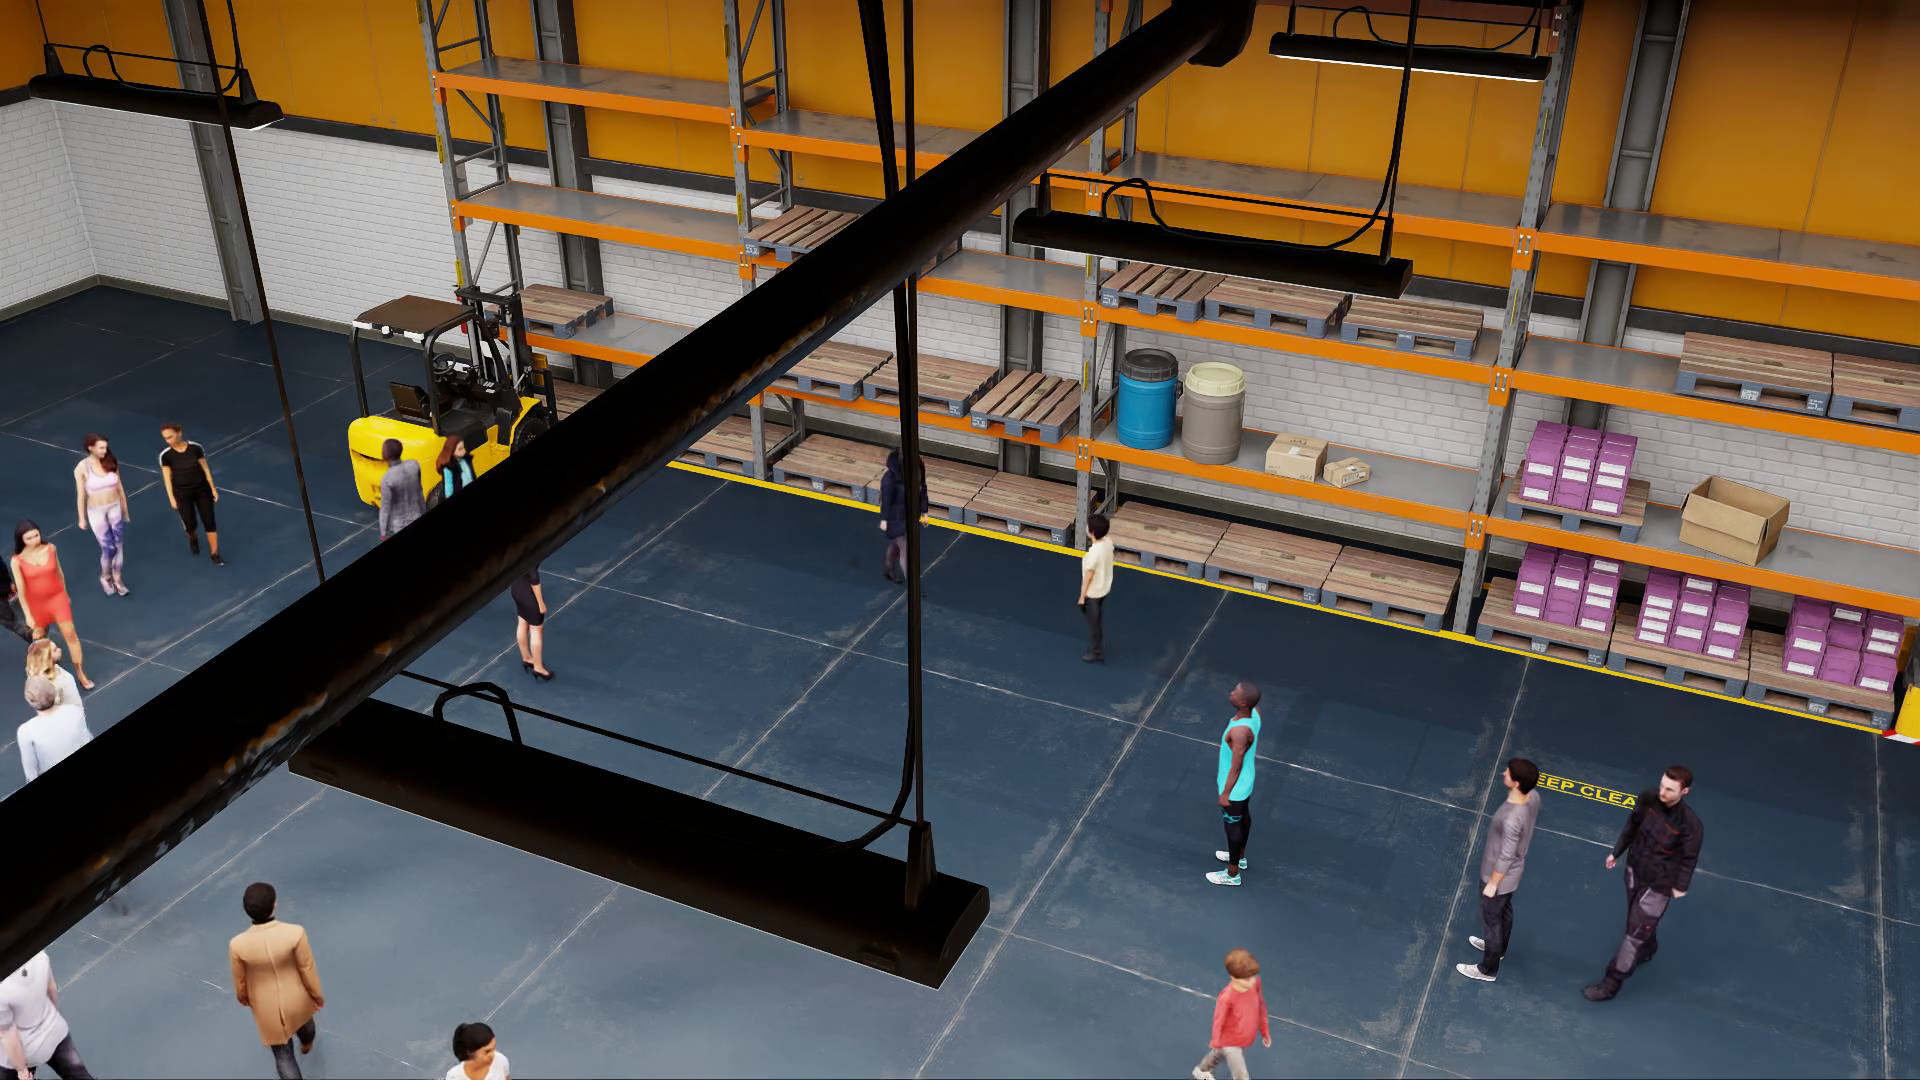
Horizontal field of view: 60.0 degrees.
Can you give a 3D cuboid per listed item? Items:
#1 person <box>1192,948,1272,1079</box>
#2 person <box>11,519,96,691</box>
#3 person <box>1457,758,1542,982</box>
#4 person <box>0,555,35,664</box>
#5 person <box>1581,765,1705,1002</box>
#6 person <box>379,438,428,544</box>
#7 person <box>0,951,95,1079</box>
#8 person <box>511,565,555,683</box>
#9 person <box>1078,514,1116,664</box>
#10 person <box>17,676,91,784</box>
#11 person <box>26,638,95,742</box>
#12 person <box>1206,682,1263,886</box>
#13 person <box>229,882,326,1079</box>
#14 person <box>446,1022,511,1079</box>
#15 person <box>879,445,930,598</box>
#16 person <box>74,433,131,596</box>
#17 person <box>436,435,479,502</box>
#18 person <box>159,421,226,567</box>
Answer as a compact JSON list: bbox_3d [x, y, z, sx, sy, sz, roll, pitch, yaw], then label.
[{"bbox_3d":[1.746,3.171,10.804,0.743,1.376,1.029,-24,37,-37],"label":"person"},{"bbox_3d":[-8.432,0.556,15.285,1.223,1.676,0.808,21,35,33],"label":"person"},{"bbox_3d":[3.881,2.329,11.850,0.582,1.853,0.698,17,33,28],"label":"person"},{"bbox_3d":[-8.922,0.451,15.463,1.150,1.691,1.074,-9,30,-16],"label":"person"},{"bbox_3d":[4.927,2.353,11.779,1.155,1.879,1.105,-11,31,-20],"label":"person"},{"bbox_3d":[-5.392,-0.124,16.410,1.204,1.793,0.817,9,30,16],"label":"person"},{"bbox_3d":[-5.683,3.175,10.377,1.253,1.779,0.806,8,30,14],"label":"person"},{"bbox_3d":[-3.998,0.533,15.330,0.666,1.675,0.524,-25,37,-38],"label":"person"},{"bbox_3d":[1.332,0.486,15.517,0.534,1.577,0.597,13,31,23],"label":"person"},{"bbox_3d":[-6.735,1.893,12.642,1.282,1.861,0.879,21,35,34],"label":"person"},{"bbox_3d":[-7.289,1.549,13.433,0.976,1.707,0.978,-16,33,-27],"label":"person"},{"bbox_3d":[2.140,1.855,12.764,0.492,1.811,0.602,13,31,22],"label":"person"},{"bbox_3d":[-4.399,3.015,10.764,1.082,1.690,1.158,-11,31,-20],"label":"person"},{"bbox_3d":[-2.893,3.503,9.941,0.797,1.621,0.922,-21,35,-33],"label":"person"},{"bbox_3d":[-0.653,-0.267,16.830,1.009,1.642,0.827,25,37,38],"label":"person"},{"bbox_3d":[-8.622,-0.267,16.722,0.694,1.746,0.711,24,37,36],"label":"person"},{"bbox_3d":[-5.244,-0.419,17.285,0.915,1.473,0.690,6,29,10],"label":"person"},{"bbox_3d":[-8.005,-0.520,17.283,0.786,1.653,0.872,-22,35,-34],"label":"person"}]
